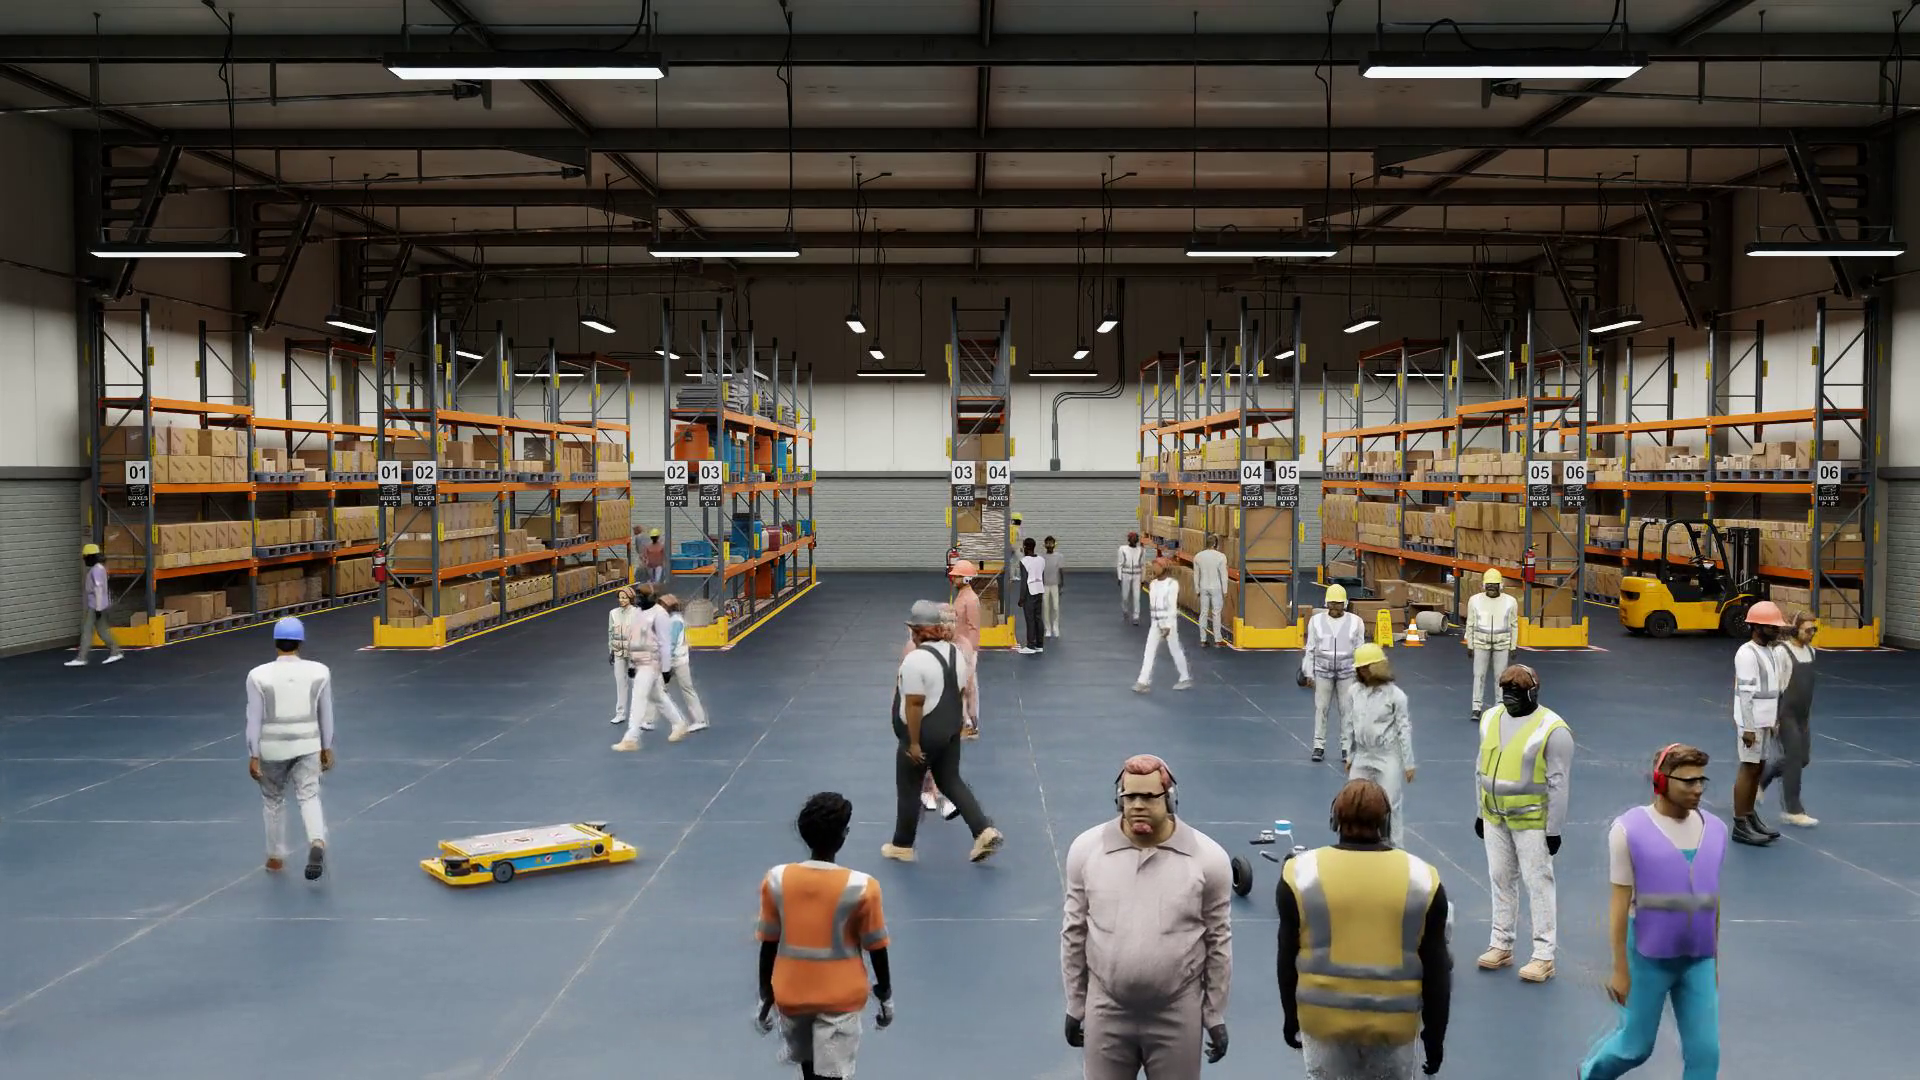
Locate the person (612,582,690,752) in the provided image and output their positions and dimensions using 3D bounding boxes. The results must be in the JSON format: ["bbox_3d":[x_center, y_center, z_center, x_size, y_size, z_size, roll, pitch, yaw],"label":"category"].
[{"bbox_3d":[-3.343,1.347,17.557,0.946,1.810,0.628,-2,3,-36],"label":"person"}]

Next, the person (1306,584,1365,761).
[{"bbox_3d":[3.874,1.364,16.668,0.601,1.827,0.403,1,2,14],"label":"person"}]

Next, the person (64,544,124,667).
[{"bbox_3d":[-13.436,0.999,25.066,0.812,1.898,0.605,-1,3,-26],"label":"person"}]

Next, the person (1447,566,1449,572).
[{"bbox_3d":[13.125,0.212,43.884,0.736,1.987,0.388,1,2,20],"label":"person"}]

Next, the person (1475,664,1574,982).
[{"bbox_3d":[3.303,1.648,9.549,0.430,1.836,0.618,-1,3,-31],"label":"person"}]

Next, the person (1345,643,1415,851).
[{"bbox_3d":[3.070,1.606,11.796,0.443,1.719,0.561,-2,3,-45],"label":"person"}]

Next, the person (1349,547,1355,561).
[{"bbox_3d":[10.971,0.225,44.515,0.679,1.904,0.577,1,2,19],"label":"person"}]

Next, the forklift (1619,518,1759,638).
[{"bbox_3d":[13.417,0.684,29.791,2.313,2.155,1.214,0,2,0],"label":"forklift"}]

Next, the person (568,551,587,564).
[{"bbox_3d":[-10.447,0.275,44.029,0.544,1.839,0.396,1,2,18],"label":"person"}]

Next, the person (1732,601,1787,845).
[{"bbox_3d":[6.445,1.457,12.999,0.373,1.935,0.552,2,3,42],"label":"person"}]

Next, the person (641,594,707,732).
[{"bbox_3d":[-3.285,1.410,18.431,0.832,1.593,0.504,-1,3,-30],"label":"person"}]

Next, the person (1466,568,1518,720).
[{"bbox_3d":[6.389,1.254,19.383,0.591,1.833,0.404,1,2,18],"label":"person"}]

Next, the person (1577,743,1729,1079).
[{"bbox_3d":[2.979,1.754,6.871,0.575,1.821,0.802,-1,2,-13],"label":"person"}]

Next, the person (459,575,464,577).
[{"bbox_3d":[-11.293,0.667,35.906,0.552,1.683,0.365,-1,2,-14],"label":"person"}]

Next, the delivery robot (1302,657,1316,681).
[{"bbox_3d":[5.082,1.730,22.639,0.477,0.478,0.707,2,3,36],"label":"delivery robot"}]

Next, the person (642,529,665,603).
[{"bbox_3d":[-6.970,0.608,36.976,0.548,1.729,0.885,0,2,7],"label":"person"}]

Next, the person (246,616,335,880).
[{"bbox_3d":[-4.858,1.519,11.761,0.612,1.919,0.834,-2,3,-35],"label":"person"}]

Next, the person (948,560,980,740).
[{"bbox_3d":[0.041,1.223,18.140,0.376,1.997,0.612,-1,2,-16],"label":"person"}]

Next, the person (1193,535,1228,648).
[{"bbox_3d":[4.311,0.875,27.694,0.627,1.934,0.371,2,3,35],"label":"person"}]

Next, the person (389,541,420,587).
[{"bbox_3d":[-11.306,0.640,32.882,0.613,1.991,0.391,-1,3,-28],"label":"person"}]

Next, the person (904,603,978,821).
[{"bbox_3d":[-0.148,1.465,13.945,0.654,1.841,1.034,-1,3,-28],"label":"person"}]

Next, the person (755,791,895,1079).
[{"bbox_3d":[-0.522,1.849,6.596,0.552,1.648,0.868,1,2,22],"label":"person"}]

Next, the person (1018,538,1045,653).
[{"bbox_3d":[1.194,0.921,26.810,0.399,1.913,0.590,2,3,41],"label":"person"}]

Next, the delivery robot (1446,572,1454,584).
[{"bbox_3d":[12.130,1.036,40.107,0.477,0.478,0.707,0,2,-9],"label":"delivery robot"}]

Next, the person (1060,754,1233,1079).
[{"bbox_3d":[0.688,1.749,6.026,0.643,1.909,0.400,1,2,13],"label":"person"}]

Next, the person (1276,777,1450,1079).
[{"bbox_3d":[1.482,1.797,5.954,0.627,1.822,0.558,0,2,5],"label":"person"}]

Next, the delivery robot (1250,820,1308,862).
[{"bbox_3d":[2.228,2.056,11.146,0.335,0.223,0.698,-1,3,-14],"label":"delivery robot"}]

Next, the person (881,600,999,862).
[{"bbox_3d":[-0.148,1.455,12.287,0.921,2.000,0.692,2,3,38],"label":"person"}]

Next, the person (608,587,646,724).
[{"bbox_3d":[-3.933,1.366,19.132,0.514,1.631,0.318,1,2,21],"label":"person"}]

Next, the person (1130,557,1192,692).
[{"bbox_3d":[2.780,1.151,22.026,0.989,1.835,0.579,-2,3,-38],"label":"person"}]

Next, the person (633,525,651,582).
[{"bbox_3d":[-8.822,0.381,44.476,0.881,1.574,0.565,0,2,0],"label":"person"}]

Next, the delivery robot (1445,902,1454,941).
[{"bbox_3d":[2.675,2.239,9.813,0.477,0.478,0.707,-1,2,-19],"label":"delivery robot"}]

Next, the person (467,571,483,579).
[{"bbox_3d":[-11.863,0.472,39.459,0.605,1.836,0.494,0,2,7],"label":"person"}]

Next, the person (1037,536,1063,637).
[{"bbox_3d":[1.624,0.850,29.375,0.506,1.847,0.658,0,2,3],"label":"person"}]

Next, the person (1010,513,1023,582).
[{"bbox_3d":[1.632,0.206,44.869,0.629,1.908,0.600,0,2,5],"label":"person"}]

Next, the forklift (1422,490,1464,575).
[{"bbox_3d":[13.926,-0.371,47.846,1.873,2.768,1.129,0,2,0],"label":"forklift"}]

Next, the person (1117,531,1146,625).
[{"bbox_3d":[3.403,0.737,32.026,0.582,1.863,0.788,0,2,1],"label":"person"}]

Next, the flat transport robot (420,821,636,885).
[{"bbox_3d":[-3.231,2.334,12.111,1.431,0.197,0.652,-2,3,-37],"label":"flat transport robot"}]

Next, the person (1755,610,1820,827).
[{"bbox_3d":[7.016,1.485,13.756,0.512,1.823,0.652,-1,3,-29],"label":"person"}]
